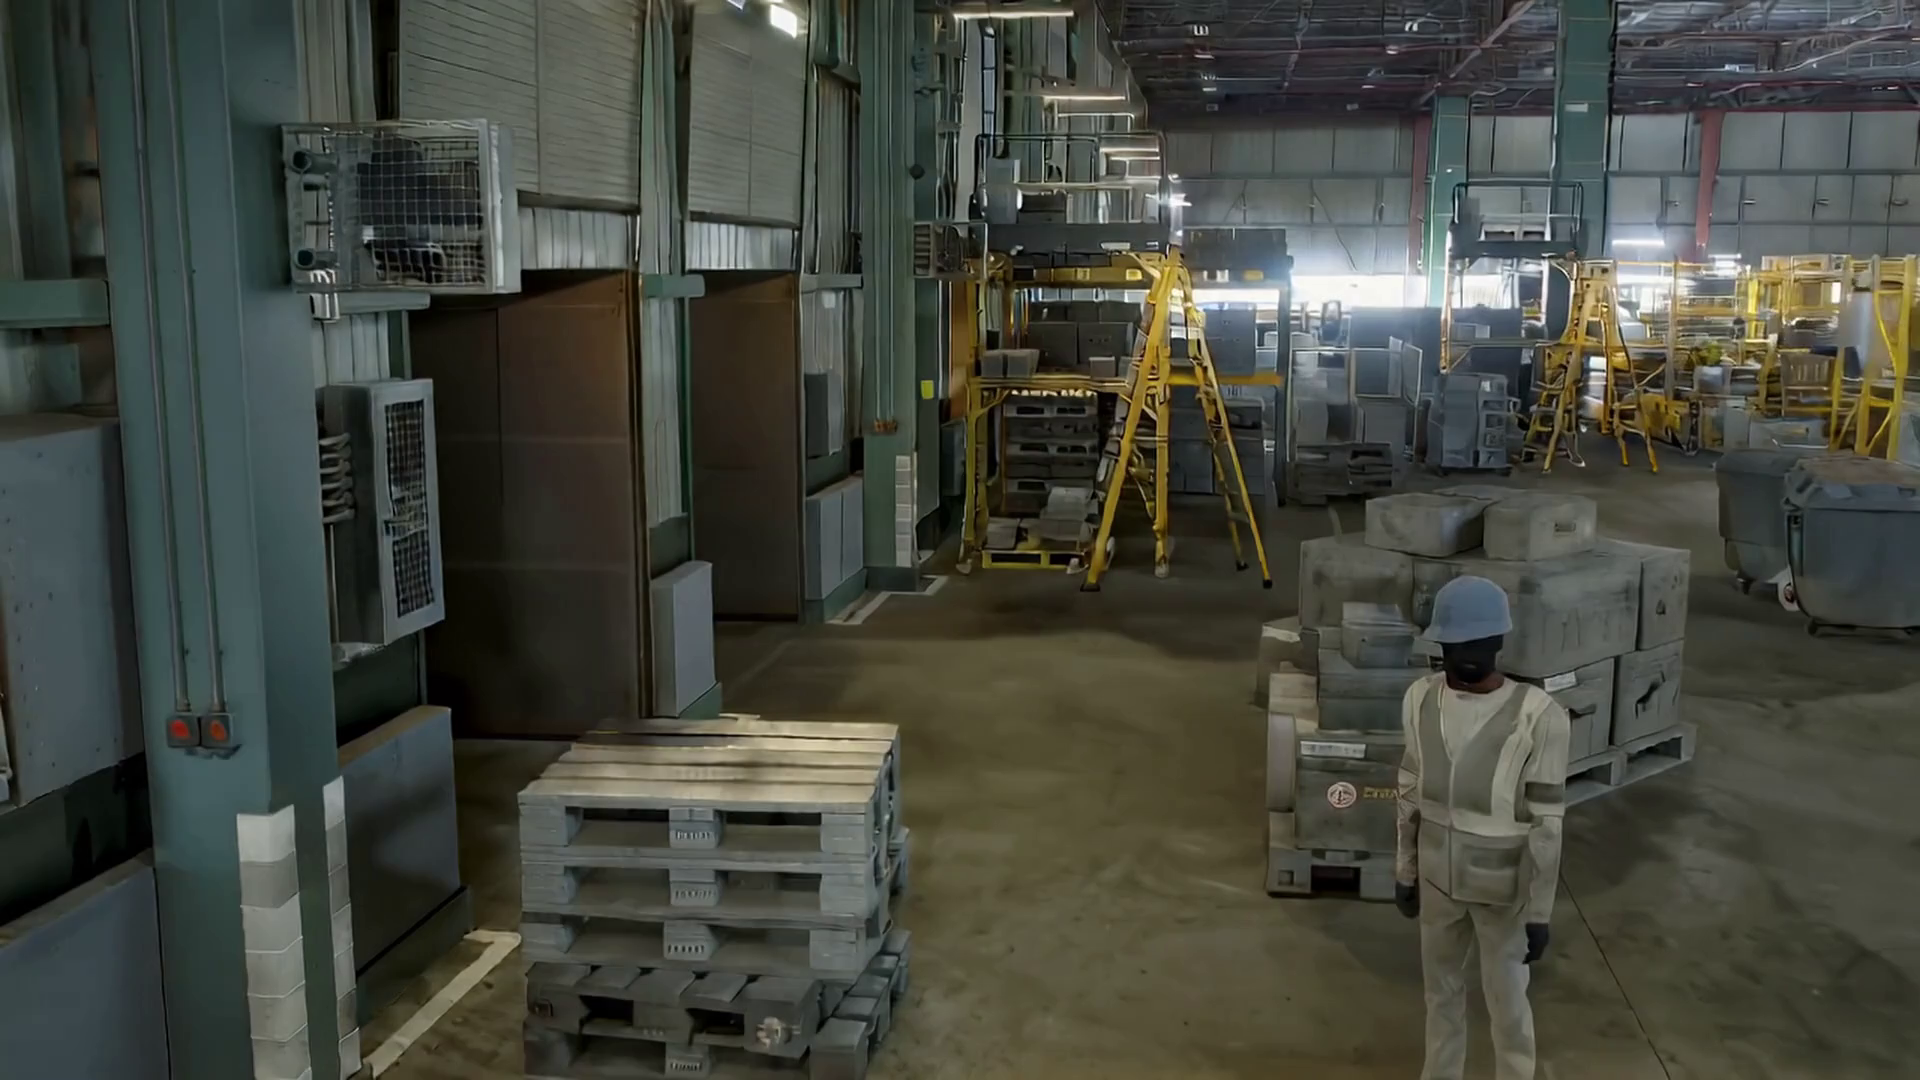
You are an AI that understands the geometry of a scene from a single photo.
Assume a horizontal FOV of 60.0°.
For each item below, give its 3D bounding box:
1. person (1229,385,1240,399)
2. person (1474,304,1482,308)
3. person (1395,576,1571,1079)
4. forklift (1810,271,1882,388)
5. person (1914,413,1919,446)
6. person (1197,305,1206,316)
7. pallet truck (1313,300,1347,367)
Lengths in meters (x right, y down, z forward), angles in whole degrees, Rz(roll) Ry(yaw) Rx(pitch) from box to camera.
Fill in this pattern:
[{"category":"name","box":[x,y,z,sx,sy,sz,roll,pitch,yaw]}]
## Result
[{"category":"person","box":[5.780,-3.595,34.785,0.315,1.634,0.516,-2,10,-15]},{"category":"person","box":[15.588,-6.149,49.827,0.774,1.863,0.575,8,12,40]},{"category":"person","box":[1.599,1.057,5.217,0.393,1.920,0.587,-7,12,-38]},{"category":"forklift","box":[20.726,-4.780,38.245,1.873,2.768,1.129,1,9,9]},{"category":"person","box":[15.711,-2.361,26.847,0.484,1.739,0.320,-4,10,-23]},{"category":"person","box":[6.400,-5.309,44.444,0.544,1.929,0.388,-8,12,-42]},{"category":"pallet truck","box":[11.159,-6.200,49.718,0.823,1.965,1.885,4,10,26]}]
